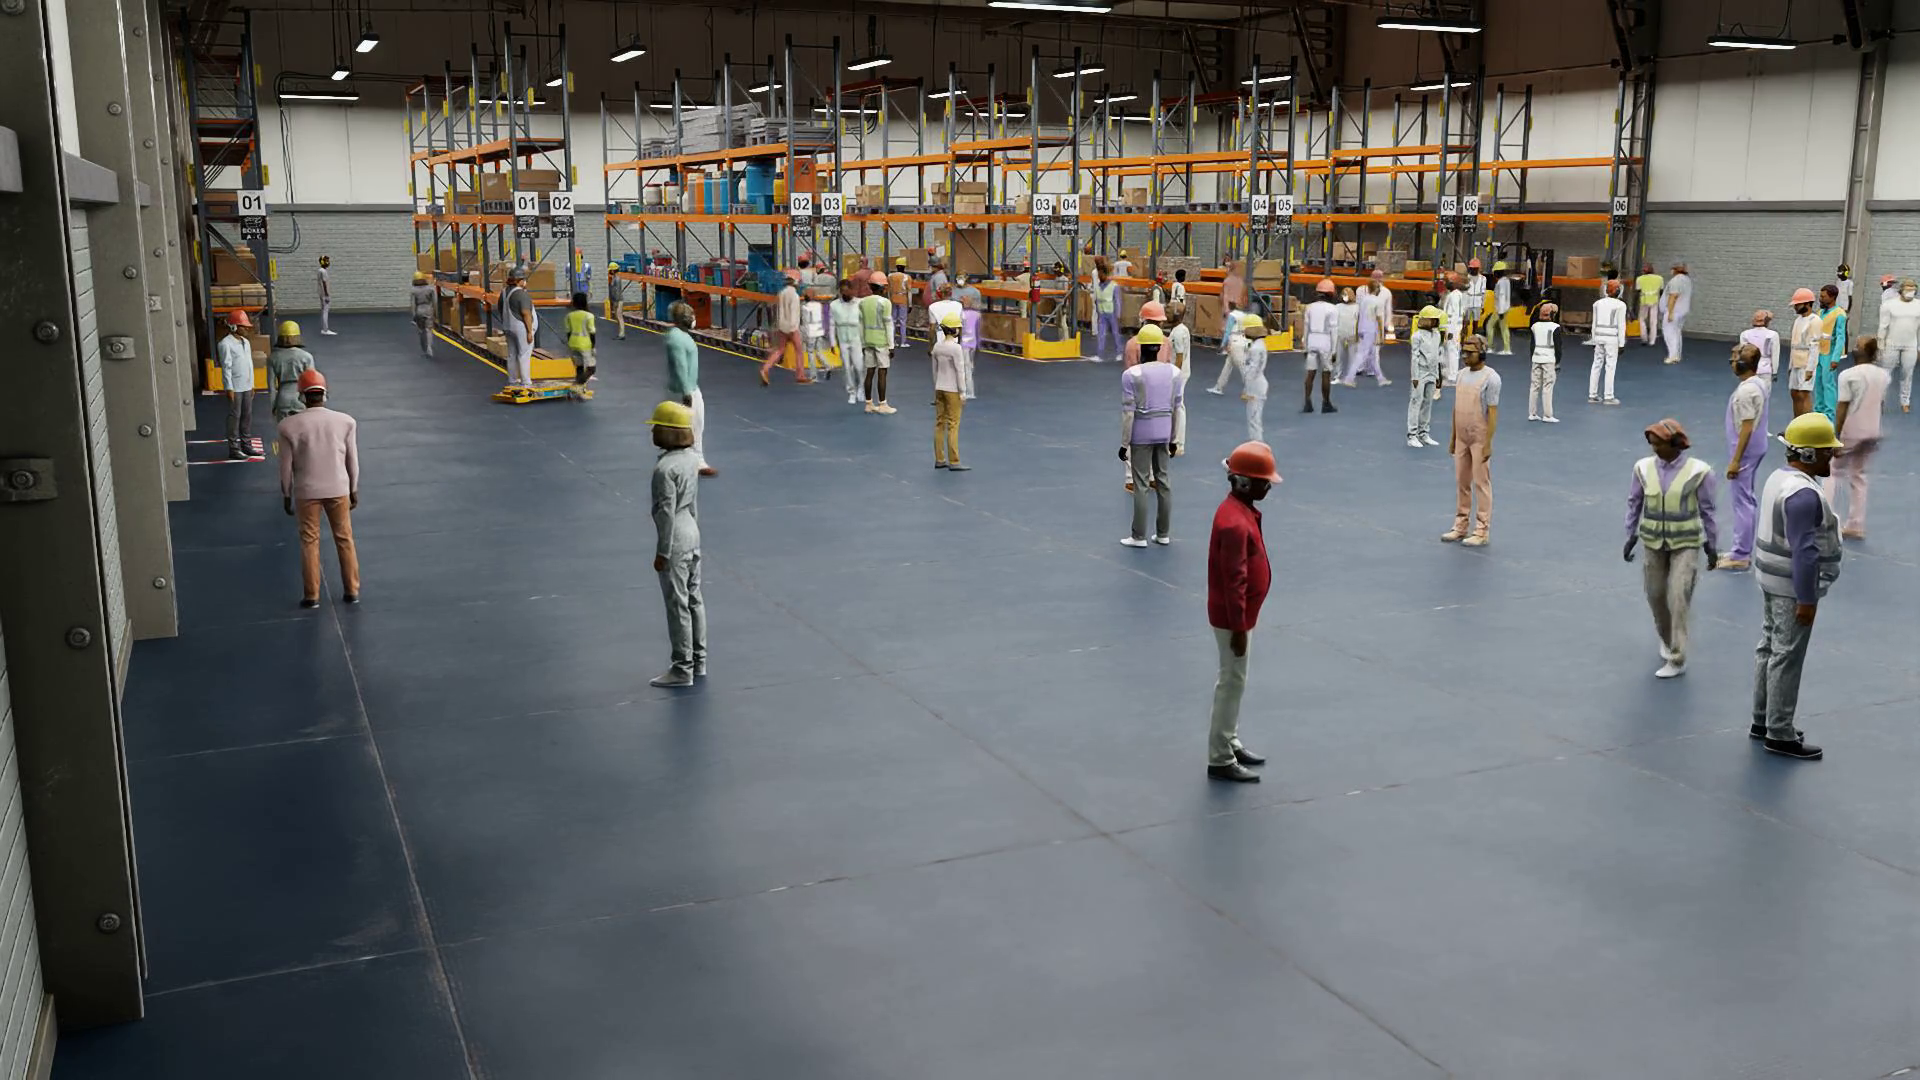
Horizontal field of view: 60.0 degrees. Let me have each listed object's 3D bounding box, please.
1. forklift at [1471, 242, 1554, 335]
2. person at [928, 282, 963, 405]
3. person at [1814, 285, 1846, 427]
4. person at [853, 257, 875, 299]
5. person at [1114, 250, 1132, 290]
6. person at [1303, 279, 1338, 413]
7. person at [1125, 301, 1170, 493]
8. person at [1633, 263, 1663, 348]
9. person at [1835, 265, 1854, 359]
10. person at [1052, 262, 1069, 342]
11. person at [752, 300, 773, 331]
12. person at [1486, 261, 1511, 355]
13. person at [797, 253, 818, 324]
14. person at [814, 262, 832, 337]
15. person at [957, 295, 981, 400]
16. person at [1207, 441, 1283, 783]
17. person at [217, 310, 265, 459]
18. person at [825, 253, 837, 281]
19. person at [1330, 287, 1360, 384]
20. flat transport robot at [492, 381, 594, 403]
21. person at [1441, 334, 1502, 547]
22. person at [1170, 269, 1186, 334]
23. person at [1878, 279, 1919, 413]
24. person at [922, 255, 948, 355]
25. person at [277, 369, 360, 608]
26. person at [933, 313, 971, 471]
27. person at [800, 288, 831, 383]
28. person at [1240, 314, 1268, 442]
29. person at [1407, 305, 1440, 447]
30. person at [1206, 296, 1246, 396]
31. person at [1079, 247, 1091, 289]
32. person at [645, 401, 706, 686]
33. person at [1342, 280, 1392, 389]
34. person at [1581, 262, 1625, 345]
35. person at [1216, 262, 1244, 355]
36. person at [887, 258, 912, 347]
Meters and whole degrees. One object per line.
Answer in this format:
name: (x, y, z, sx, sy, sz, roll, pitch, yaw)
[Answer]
forklift: (13.047, -6.049, 39.881, 2.313, 2.155, 1.214, -5, 12, -23)
person: (-0.217, -2.931, 24.919, 0.566, 1.847, 0.390, -6, 13, -29)
person: (11.693, -2.477, 22.432, 0.375, 1.917, 0.597, 0, 11, 0)
person: (-2.139, -5.392, 37.301, 0.644, 1.900, 0.399, -10, 15, -42)
person: (4.827, -7.679, 49.258, 0.526, 1.769, 0.328, 2, 11, 10)
person: (5.213, -2.789, 24.006, 0.418, 1.944, 0.550, -10, 15, -43)
person: (1.952, -1.458, 17.101, 0.620, 1.986, 0.406, -9, 14, -39)
person: (14.853, -5.060, 35.855, 0.682, 1.787, 0.827, 1, 11, 6)
person: (17.503, -4.532, 33.035, 0.323, 1.861, 0.513, -1, 11, -6)
person: (2.113, -4.929, 35.048, 0.333, 1.862, 0.509, -5, 12, -23)
person: (-4.591, -5.781, 38.893, 0.607, 2.048, 0.369, 1, 11, 7)
person: (10.882, -4.699, 33.777, 0.787, 1.894, 0.610, 6, 13, 29)
person: (-3.352, -5.211, 36.104, 0.614, 2.020, 0.928, -4, 12, -20)
person: (-3.269, -5.640, 38.990, 0.579, 1.719, 0.772, -8, 14, -35)
person: (0.018, -2.995, 25.844, 0.707, 1.613, 0.520, 11, 15, 43)
person: (1.438, 0.360, 8.466, 0.356, 1.742, 0.575, 2, 11, 11)
person: (-8.447, -1.820, 19.542, 0.350, 1.743, 0.564, 2, 11, 8)
person: (-3.968, -8.116, 51.839, 0.491, 1.625, 0.283, 3, 12, 16)
person: (6.493, -3.421, 27.952, 0.501, 1.633, 0.285, 7, 13, 33)
flat transport robot: (-6.449, -2.300, 25.733, 0.652, 0.197, 1.431, 9, 15, 40)
person: (4.452, -0.867, 14.451, 0.348, 1.841, 0.501, -5, 12, -25)
person: (4.643, -4.916, 35.420, 0.320, 1.686, 0.539, -2, 11, -12)
person: (13.590, -2.791, 24.012, 0.633, 1.930, 0.369, 4, 12, 19)
person: (-0.494, -4.755, 33.696, 0.539, 2.000, 0.689, 0, 11, 0)
person: (-4.709, -0.382, 12.241, 0.560, 1.743, 0.352, -7, 13, -31)
person: (-0.105, -1.661, 18.675, 0.314, 1.769, 0.523, -8, 14, -37)
person: (-2.469, -3.468, 28.221, 0.434, 1.621, 0.531, 8, 14, 37)
person: (3.338, -1.694, 18.935, 0.327, 1.732, 0.519, 3, 11, 14)
person: (5.766, -2.023, 20.571, 0.487, 1.744, 0.296, -8, 14, -37)
person: (4.298, -3.020, 26.029, 0.878, 1.591, 0.527, 5, 12, 24)
person: (3.775, -7.774, 49.465, 0.582, 1.878, 0.343, 10, 15, 40)
person: (-1.750, 0.021, 10.175, 0.290, 1.745, 0.493, 3, 11, 13)
person: (6.705, -3.376, 27.347, 0.969, 1.788, 0.513, -4, 12, -19)
person: (14.151, -5.162, 36.341, 0.972, 1.828, 0.500, 1, 11, 5)
person: (5.475, -4.681, 33.723, 0.435, 1.886, 0.663, 9, 14, 38)
person: (-1.289, -5.104, 35.799, 0.582, 1.919, 0.404, 5, 12, 22)
